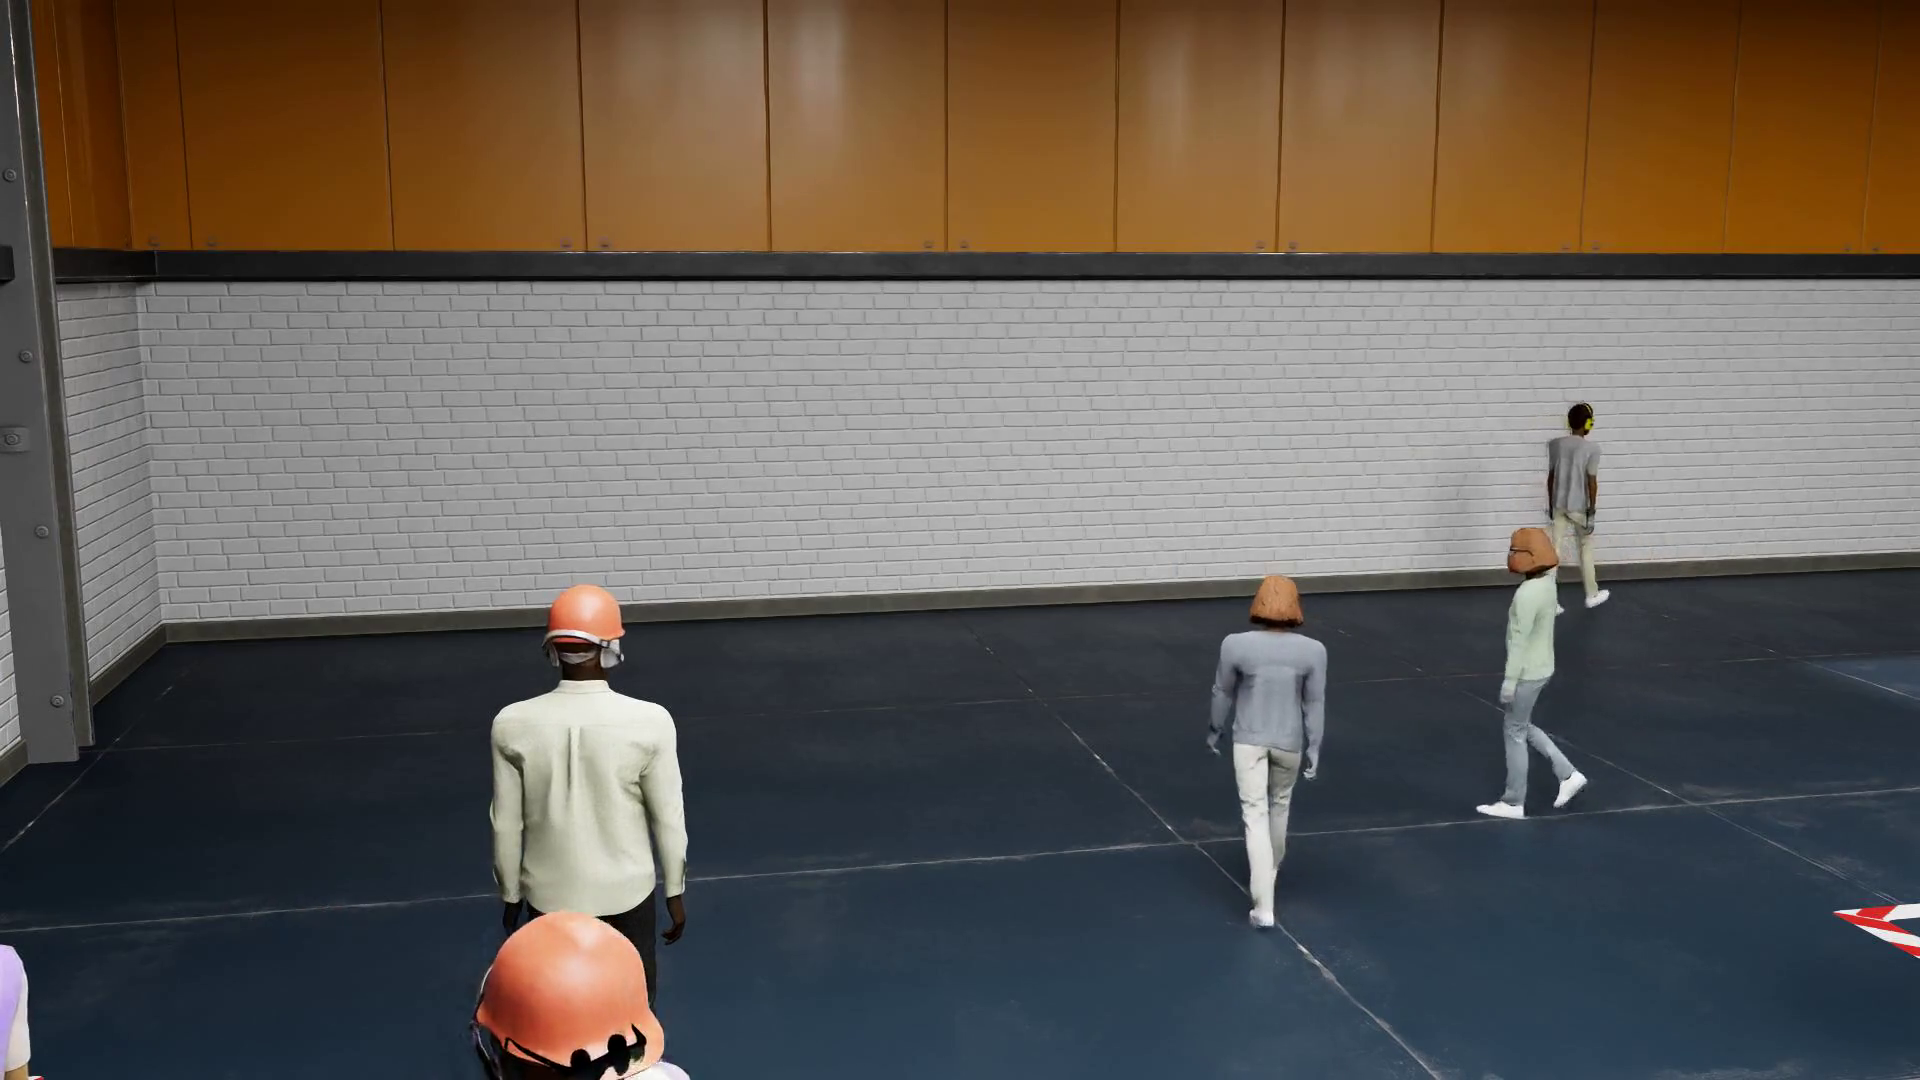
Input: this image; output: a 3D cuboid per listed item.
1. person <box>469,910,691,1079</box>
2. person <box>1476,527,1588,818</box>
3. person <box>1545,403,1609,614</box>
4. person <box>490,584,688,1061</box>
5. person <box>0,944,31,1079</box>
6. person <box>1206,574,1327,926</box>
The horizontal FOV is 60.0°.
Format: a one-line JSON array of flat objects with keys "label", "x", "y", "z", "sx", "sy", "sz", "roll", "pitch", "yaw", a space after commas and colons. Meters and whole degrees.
[{"label": "person", "x": -0.592, "y": 1.572, "z": 2.758, "sx": 0.976, "sy": 1.994, "sz": 0.617, "roll": 7, "pitch": 11, "yaw": 35}, {"label": "person", "x": 3.102, "y": 0.732, "z": 8.983, "sx": 0.467, "sy": 1.619, "sz": 0.506, "roll": 6, "pitch": 11, "yaw": 32}, {"label": "person", "x": 5.363, "y": -0.276, "z": 14.494, "sx": 0.925, "sy": 1.826, "sz": 0.541, "roll": -9, "pitch": 13, "yaw": -42}, {"label": "person", "x": -1.195, "y": 1.131, "z": 5.426, "sx": 0.622, "sy": 1.990, "sz": 0.397, "roll": 0, "pitch": 9, "yaw": -2}, {"label": "person", "x": -2.238, "y": 1.513, "z": 3.547, "sx": 0.383, "sy": 1.846, "sz": 0.565, "roll": 5, "pitch": 11, "yaw": 30}, {"label": "person", "x": 1.435, "y": 0.947, "z": 7.772, "sx": 0.515, "sy": 1.588, "sz": 0.847, "roll": 0, "pitch": 9, "yaw": 1}]
